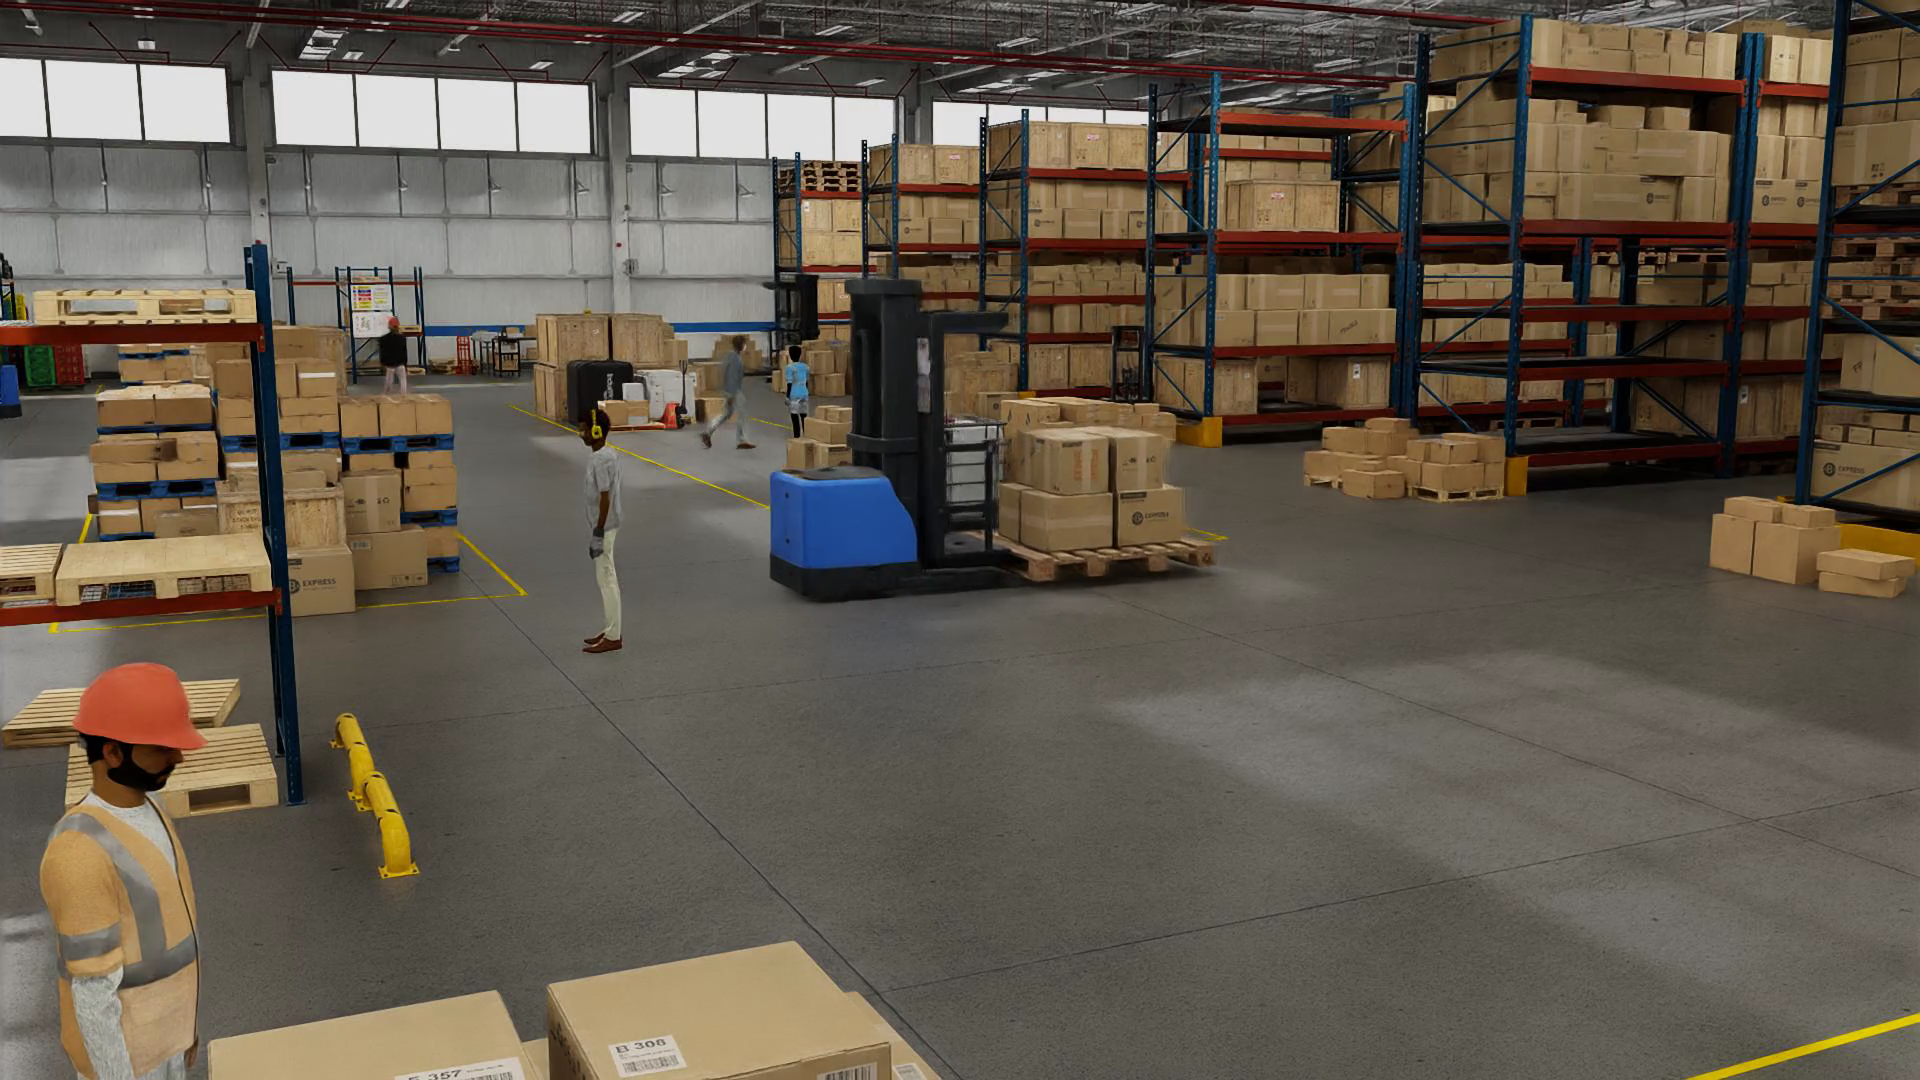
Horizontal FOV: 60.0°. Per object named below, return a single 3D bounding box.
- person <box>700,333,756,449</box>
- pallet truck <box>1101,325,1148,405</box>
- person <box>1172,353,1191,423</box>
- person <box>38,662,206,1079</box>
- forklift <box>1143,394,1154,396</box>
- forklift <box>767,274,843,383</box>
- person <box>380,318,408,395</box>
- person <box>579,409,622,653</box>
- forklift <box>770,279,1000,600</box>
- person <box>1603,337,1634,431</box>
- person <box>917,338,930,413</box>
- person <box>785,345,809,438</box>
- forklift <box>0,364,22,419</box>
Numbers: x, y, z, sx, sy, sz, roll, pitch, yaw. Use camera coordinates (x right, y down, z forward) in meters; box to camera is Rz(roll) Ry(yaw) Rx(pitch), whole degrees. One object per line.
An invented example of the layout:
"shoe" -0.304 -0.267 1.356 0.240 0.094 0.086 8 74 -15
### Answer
"person" -3.788 -2.409 27.060 0.834 1.909 0.648 -3 10 -16
"pallet truck" 2.881 -2.596 27.923 0.823 1.965 1.885 -1 9 -7
"person" 4.259 -3.164 31.946 0.430 1.839 0.625 8 12 40
"person" -2.064 1.258 4.228 0.367 1.930 0.542 -2 9 -11
"forklift" 4.563 -4.684 38.148 1.129 2.768 1.873 -4 10 -25
"forklift" -3.903 -5.414 42.674 1.873 2.768 1.129 -4 10 -25
"person" -11.863 -3.685 34.869 0.637 1.945 1.009 -9 13 -43
"person" -2.744 -0.071 12.669 0.328 1.868 0.509 -1 9 -8
"forklift" -0.713 -0.965 15.074 1.873 2.768 1.129 -4 10 -25
"person" 10.433 -2.285 26.255 0.422 1.922 0.542 -5 10 -27
"person" -0.613 -2.588 28.234 0.565 1.877 1.007 -7 11 -36
"person" -2.674 -2.345 27.285 0.321 1.699 0.537 6 11 35
"forklift" -19.331 -3.695 32.012 1.873 2.768 1.129 2 9 11
